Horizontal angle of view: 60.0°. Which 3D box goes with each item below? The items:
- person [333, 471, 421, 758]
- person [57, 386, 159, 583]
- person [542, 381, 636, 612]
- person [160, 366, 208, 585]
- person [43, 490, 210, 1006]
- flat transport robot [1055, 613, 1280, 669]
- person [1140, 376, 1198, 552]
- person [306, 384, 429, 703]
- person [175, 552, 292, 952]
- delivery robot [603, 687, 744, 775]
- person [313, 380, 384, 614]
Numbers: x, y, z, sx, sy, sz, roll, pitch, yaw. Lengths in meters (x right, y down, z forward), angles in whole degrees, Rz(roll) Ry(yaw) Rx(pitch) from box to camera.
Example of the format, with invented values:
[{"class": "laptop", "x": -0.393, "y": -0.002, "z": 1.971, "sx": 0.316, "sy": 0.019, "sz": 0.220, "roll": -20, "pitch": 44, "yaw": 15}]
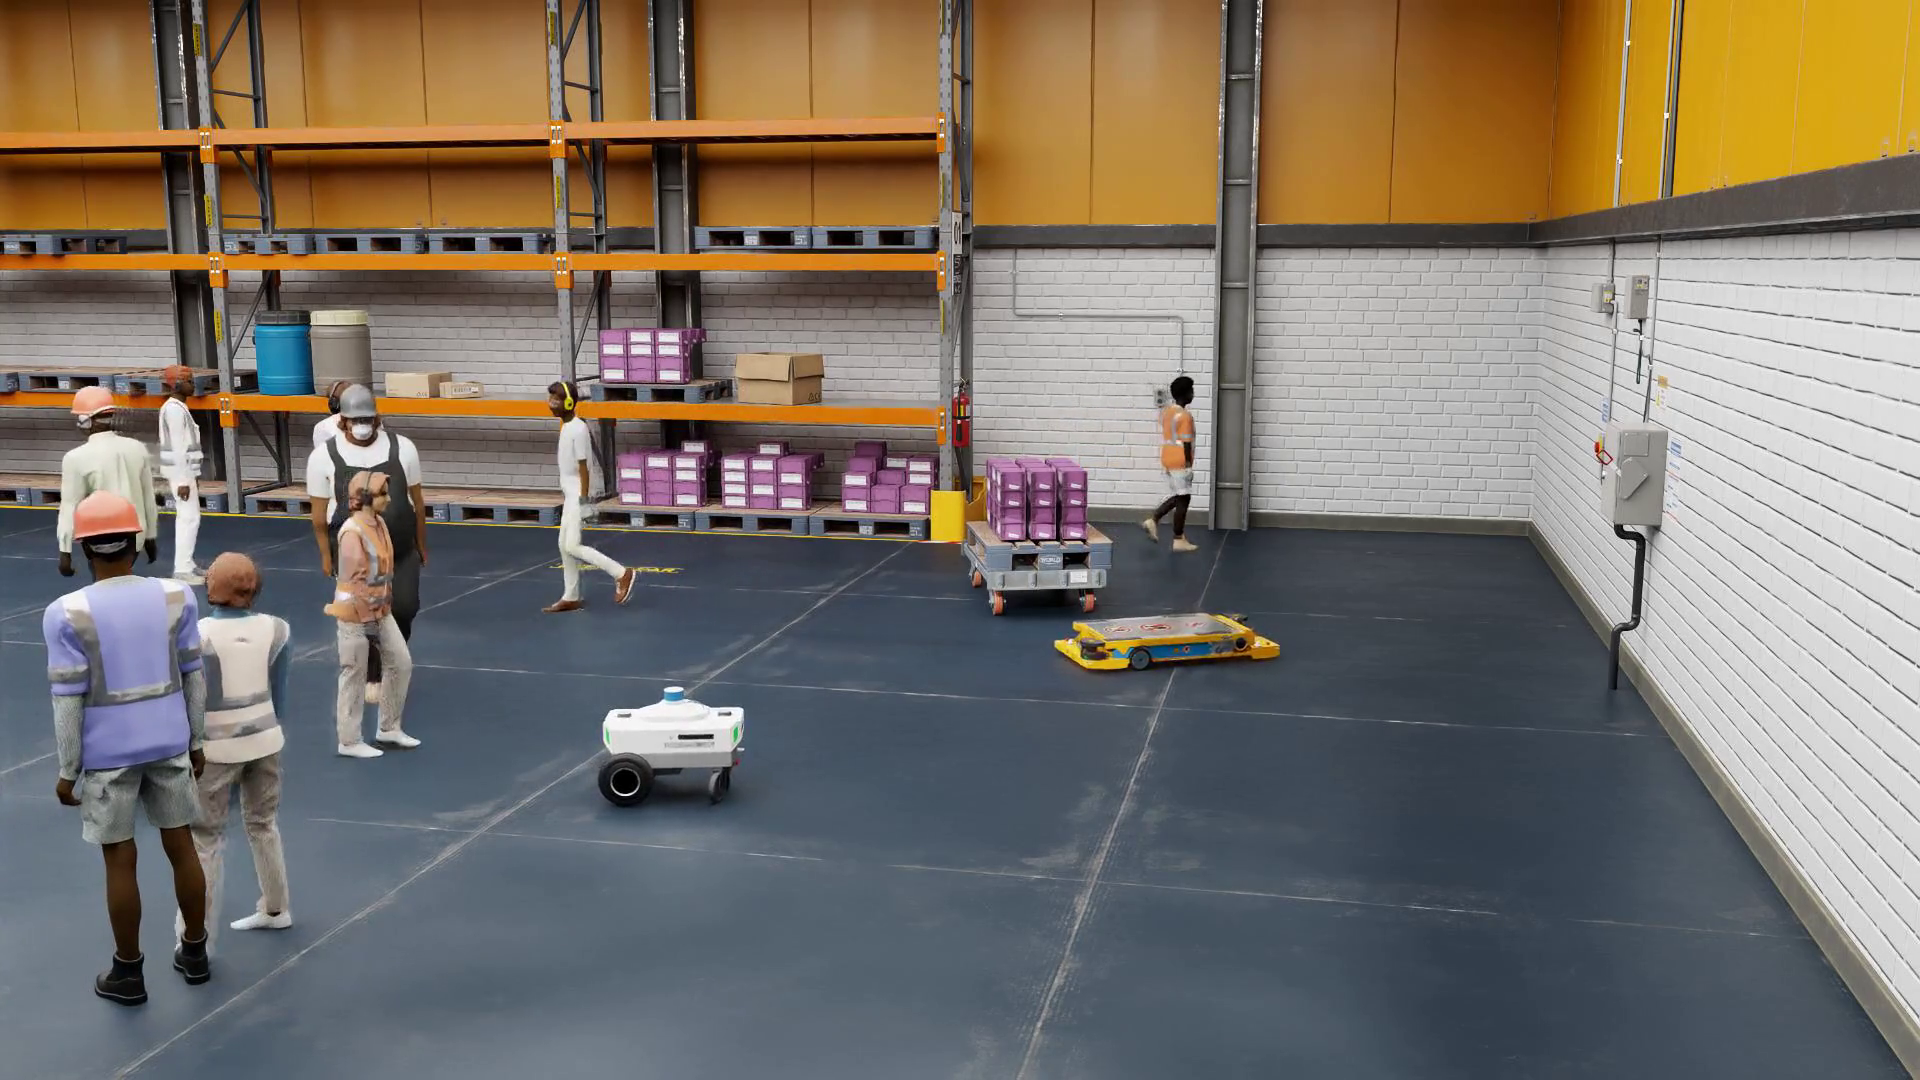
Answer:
[{"class": "person", "x": -3.245, "y": 0.420, "z": 9.246, "sx": 0.538, "sy": 1.617, "sz": 0.554, "roll": 0, "pitch": 10, "yaw": 3}, {"class": "person", "x": -5.529, "y": 0.003, "z": 10.664, "sx": 0.675, "sy": 1.974, "sz": 0.643, "roll": 3, "pitch": 10, "yaw": 19}, {"class": "person", "x": -2.964, "y": -0.336, "z": 13.097, "sx": 0.643, "sy": 1.844, "sz": 0.515, "roll": -4, "pitch": 10, "yaw": -21}, {"class": "person", "x": -6.679, "y": -0.552, "z": 14.323, "sx": 0.368, "sy": 1.870, "sz": 0.645, "roll": -5, "pitch": 11, "yaw": -28}, {"class": "person", "x": -3.115, "y": 0.775, "z": 6.243, "sx": 0.375, "sy": 1.930, "sz": 0.542, "roll": 9, "pitch": 13, "yaw": 44}, {"class": "flat transport robot", "x": 1.443, "y": 0.696, "z": 11.618, "sx": 1.431, "sy": 0.197, "sz": 0.652, "roll": -3, "pitch": 10, "yaw": -15}, {"class": "person", "x": 2.029, "y": -0.717, "z": 15.825, "sx": 0.442, "sy": 1.685, "sz": 0.538, "roll": -2, "pitch": 10, "yaw": -9}, {"class": "person", "x": -3.746, "y": -0.007, "z": 10.547, "sx": 0.705, "sy": 2.000, "sz": 0.689, "roll": -5, "pitch": 11, "yaw": -27}, {"class": "person", "x": -2.941, "y": 0.862, "z": 6.679, "sx": 0.336, "sy": 1.610, "sz": 0.594, "roll": 7, "pitch": 12, "yaw": 35}, {"class": "delivery robot", "x": -1.480, "y": 1.008, "z": 8.651, "sx": 0.707, "sy": 0.478, "sz": 0.477, "roll": -1, "pitch": 10, "yaw": -4}, {"class": "person", "x": -4.811, "y": -0.334, "z": 13.067, "sx": 0.429, "sy": 1.846, "sz": 0.627, "roll": 6, "pitch": 11, "yaw": 30}]
